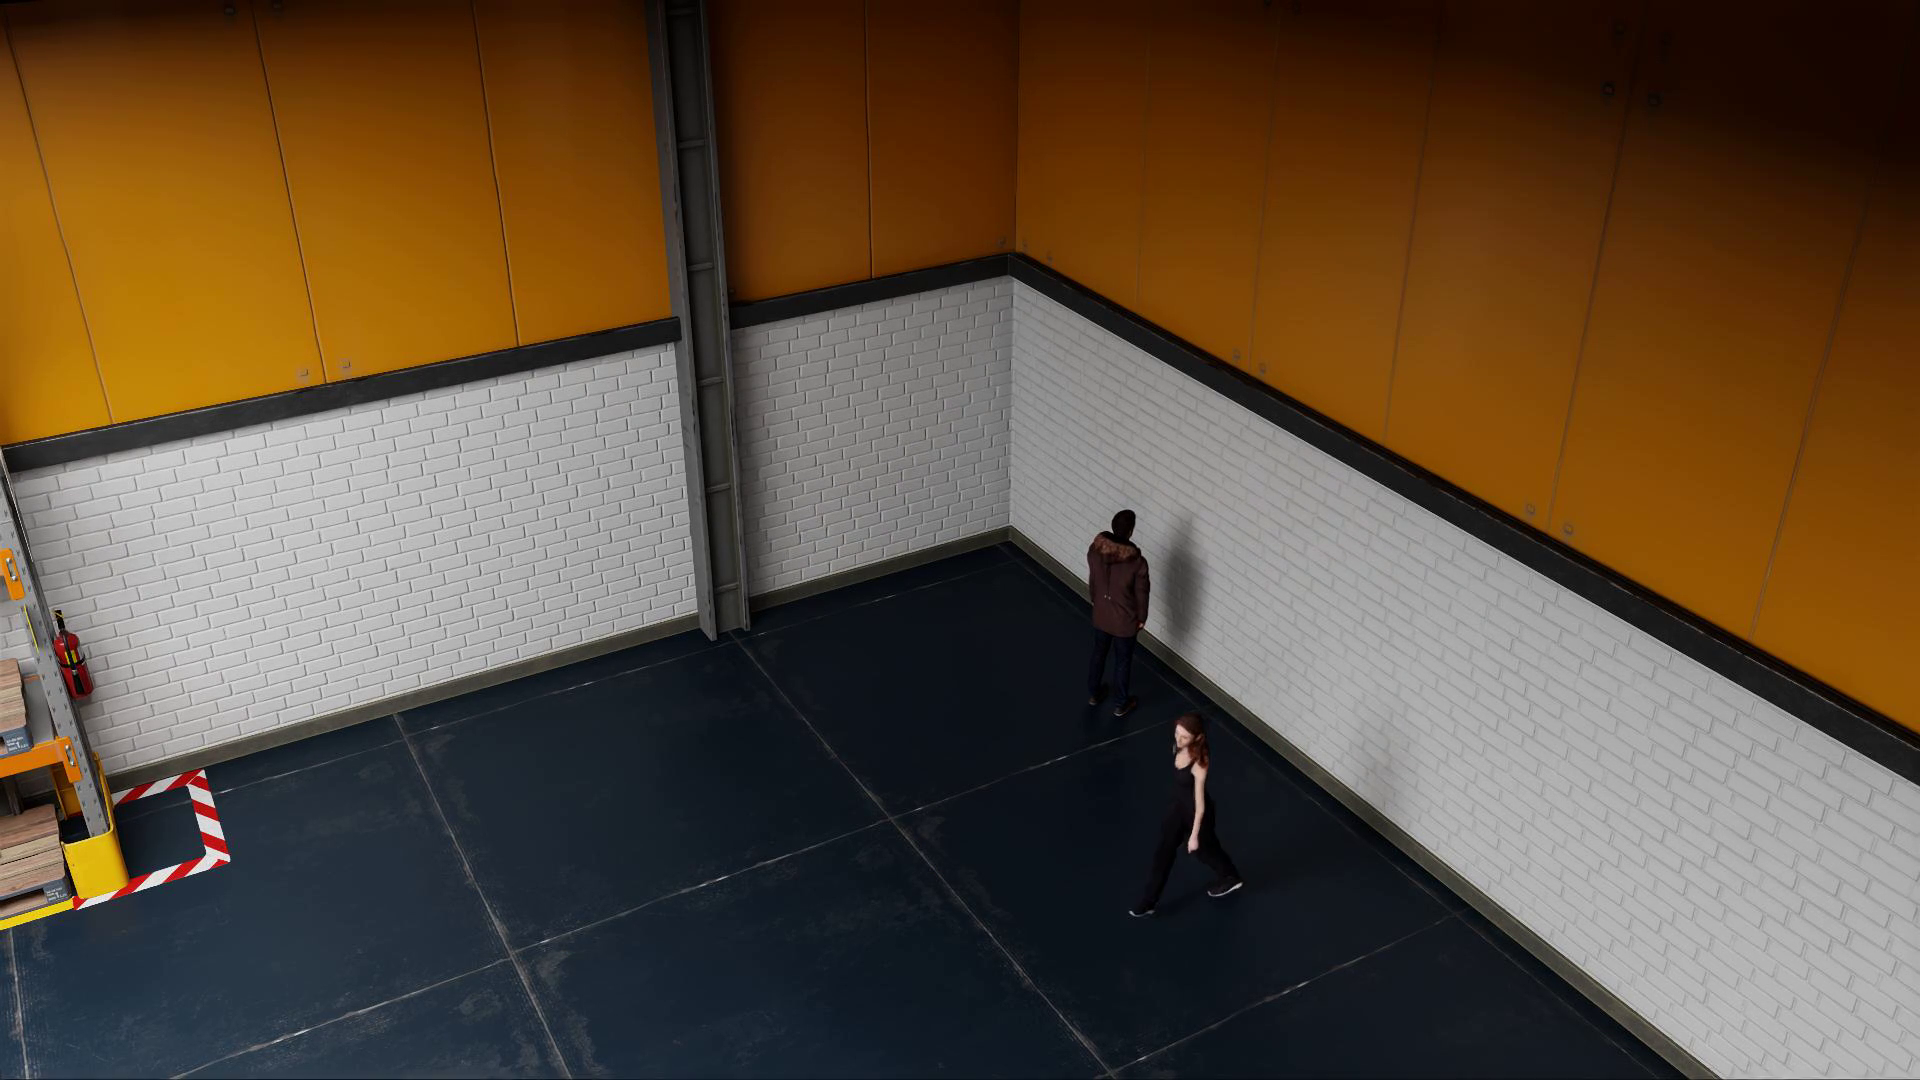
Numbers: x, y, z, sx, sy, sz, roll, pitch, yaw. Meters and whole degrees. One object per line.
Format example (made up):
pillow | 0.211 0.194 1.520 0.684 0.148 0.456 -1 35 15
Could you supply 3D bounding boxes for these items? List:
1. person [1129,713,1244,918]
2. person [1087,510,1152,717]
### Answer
person | 1.710 1.895 11.640 1.145 1.685 0.606 -12 31 -21
person | 1.300 0.598 13.855 0.831 1.841 0.788 22 35 34
